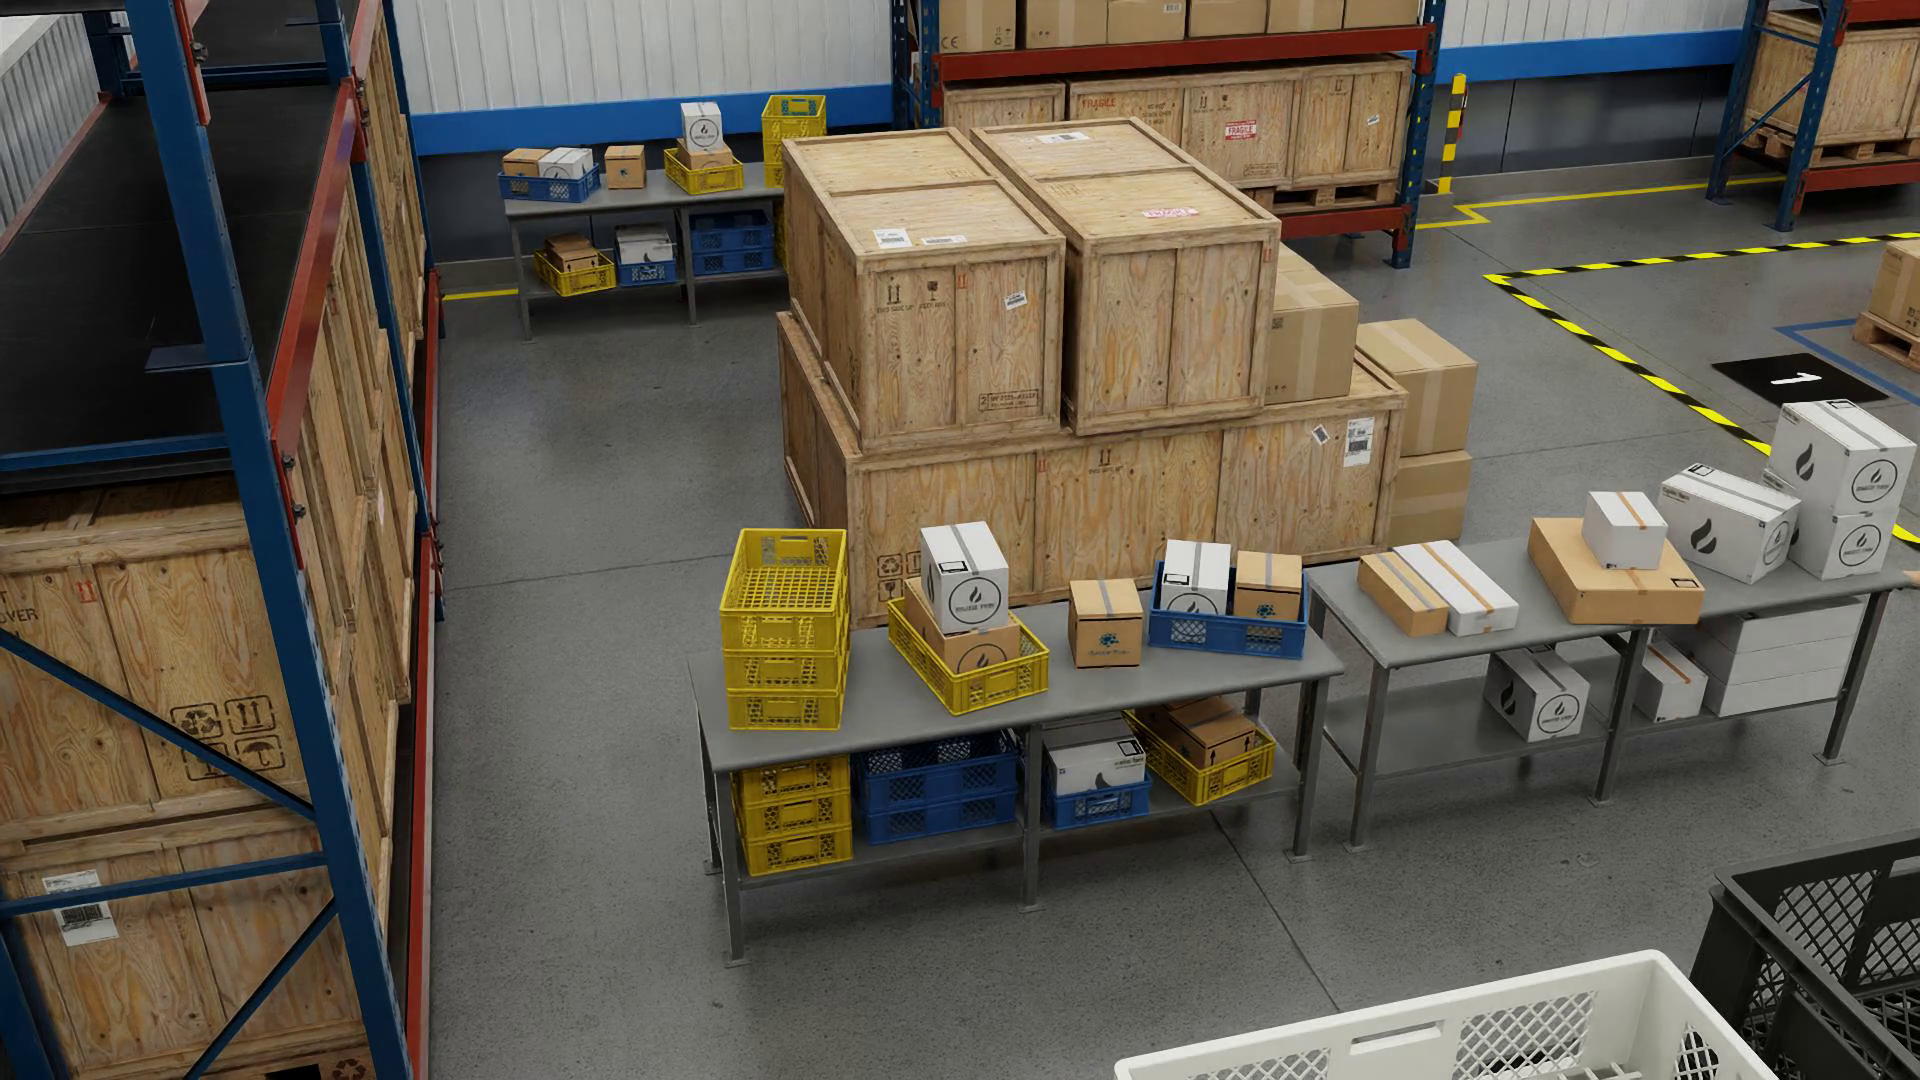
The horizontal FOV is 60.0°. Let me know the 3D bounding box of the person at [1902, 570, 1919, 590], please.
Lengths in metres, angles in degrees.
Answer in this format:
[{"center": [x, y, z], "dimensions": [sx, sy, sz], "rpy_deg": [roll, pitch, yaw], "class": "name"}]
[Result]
[{"center": [5.175, -0.553, 8.286], "dimensions": [0.382, 2.039, 0.613], "rpy_deg": [0, 29, 0], "class": "person"}]
